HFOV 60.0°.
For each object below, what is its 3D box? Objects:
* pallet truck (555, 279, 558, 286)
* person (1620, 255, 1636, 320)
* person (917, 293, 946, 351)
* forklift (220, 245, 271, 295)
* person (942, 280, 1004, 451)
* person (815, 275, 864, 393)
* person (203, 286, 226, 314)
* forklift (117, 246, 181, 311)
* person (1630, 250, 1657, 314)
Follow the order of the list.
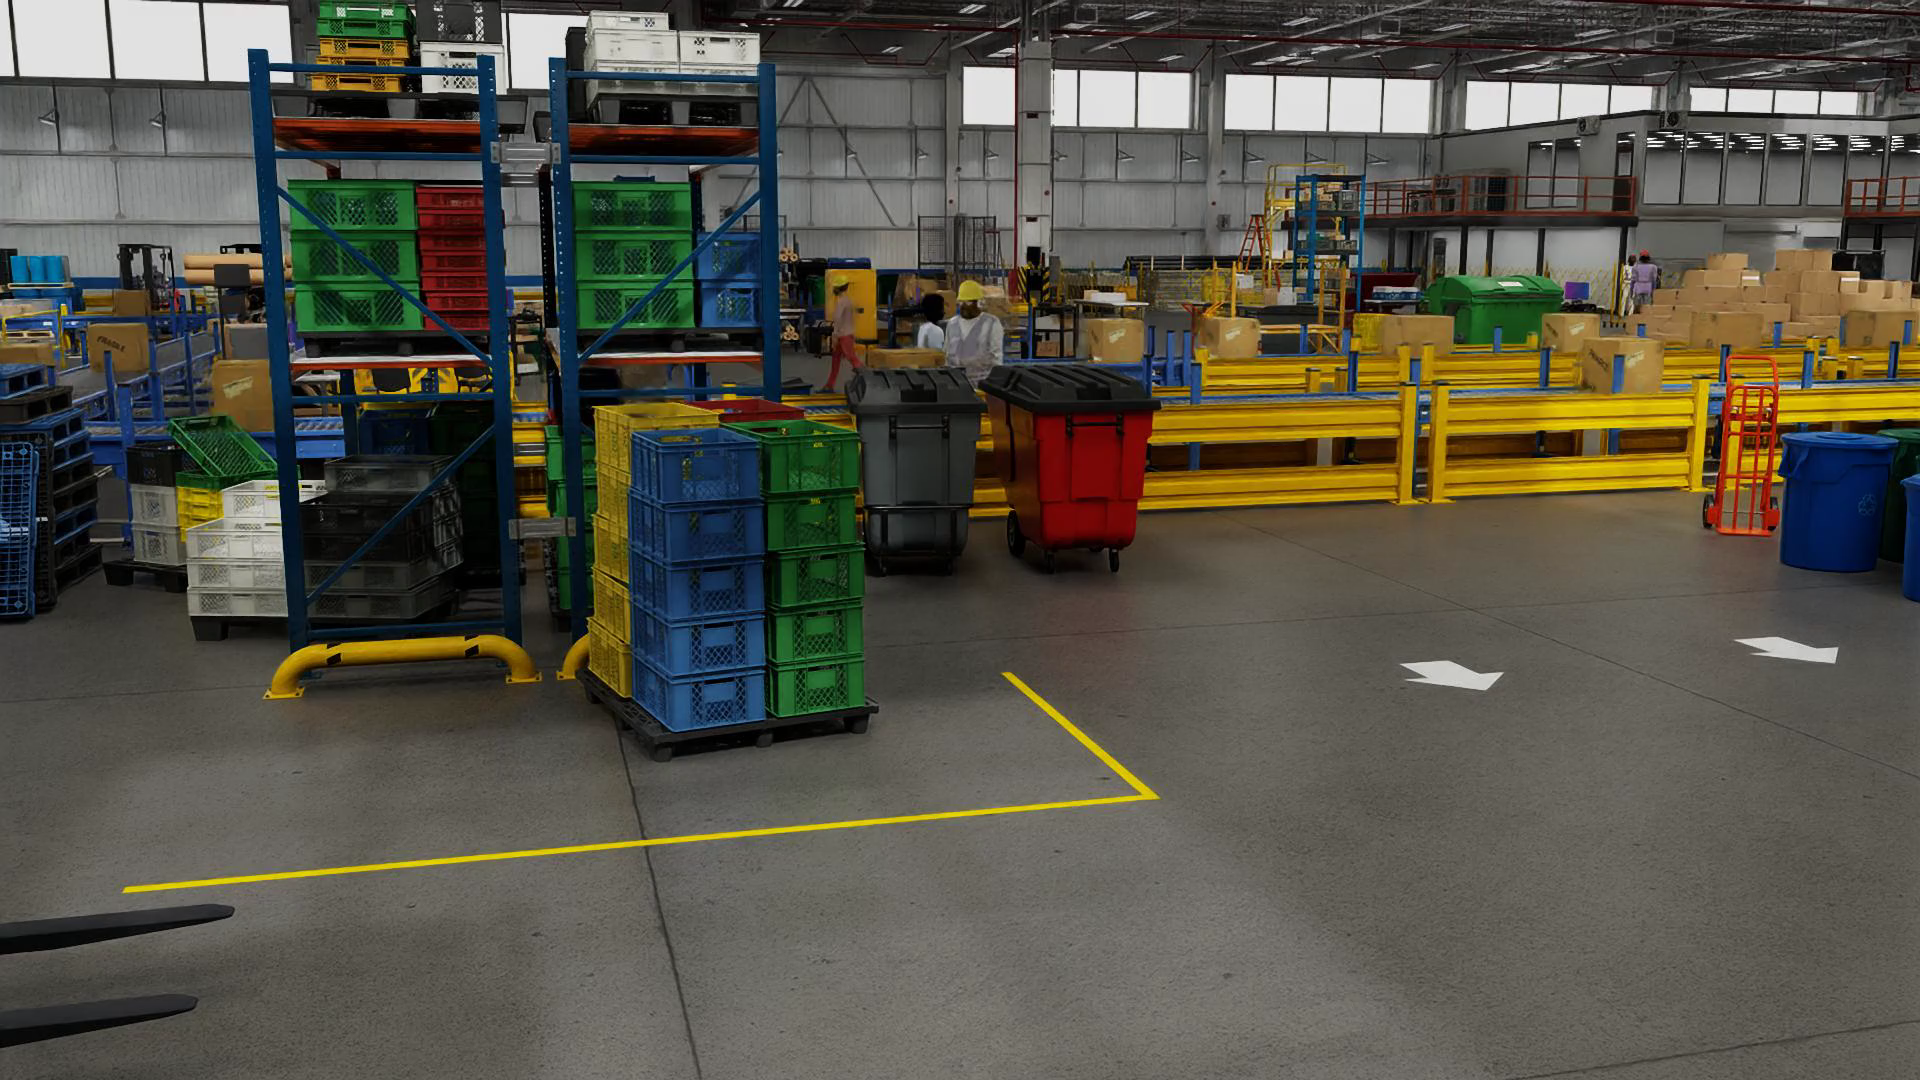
[{"bbox_3d":[-10.604,-6.375,44.520,0.653,1.274,1.630,-3,10,-15],"label":"pallet truck"},{"bbox_3d":[19.452,-7.331,48.294,0.575,1.881,0.356,0,10,1],"label":"person"},{"bbox_3d":[-0.340,-1.581,16.300,0.704,1.678,0.538,-2,10,-10],"label":"person"},{"bbox_3d":[-17.749,-6.334,41.440,1.157,1.987,2.680,-3,10,-17],"label":"forklift"},{"bbox_3d":[0.093,-1.438,15.093,0.607,1.832,0.411,6,12,30],"label":"person"},{"bbox_3d":[-1.617,-2.942,23.900,0.929,1.720,0.531,2,10,12],"label":"person"},{"bbox_3d":[-16.612,-5.341,37.169,0.589,1.832,0.404,4,11,21],"label":"person"},{"bbox_3d":[-19.966,-6.232,40.894,1.157,1.987,2.680,-3,10,-15],"label":"forklift"},{"bbox_3d":[17.055,-6.213,41.532,0.612,2.034,0.394,3,10,16],"label":"person"}]
